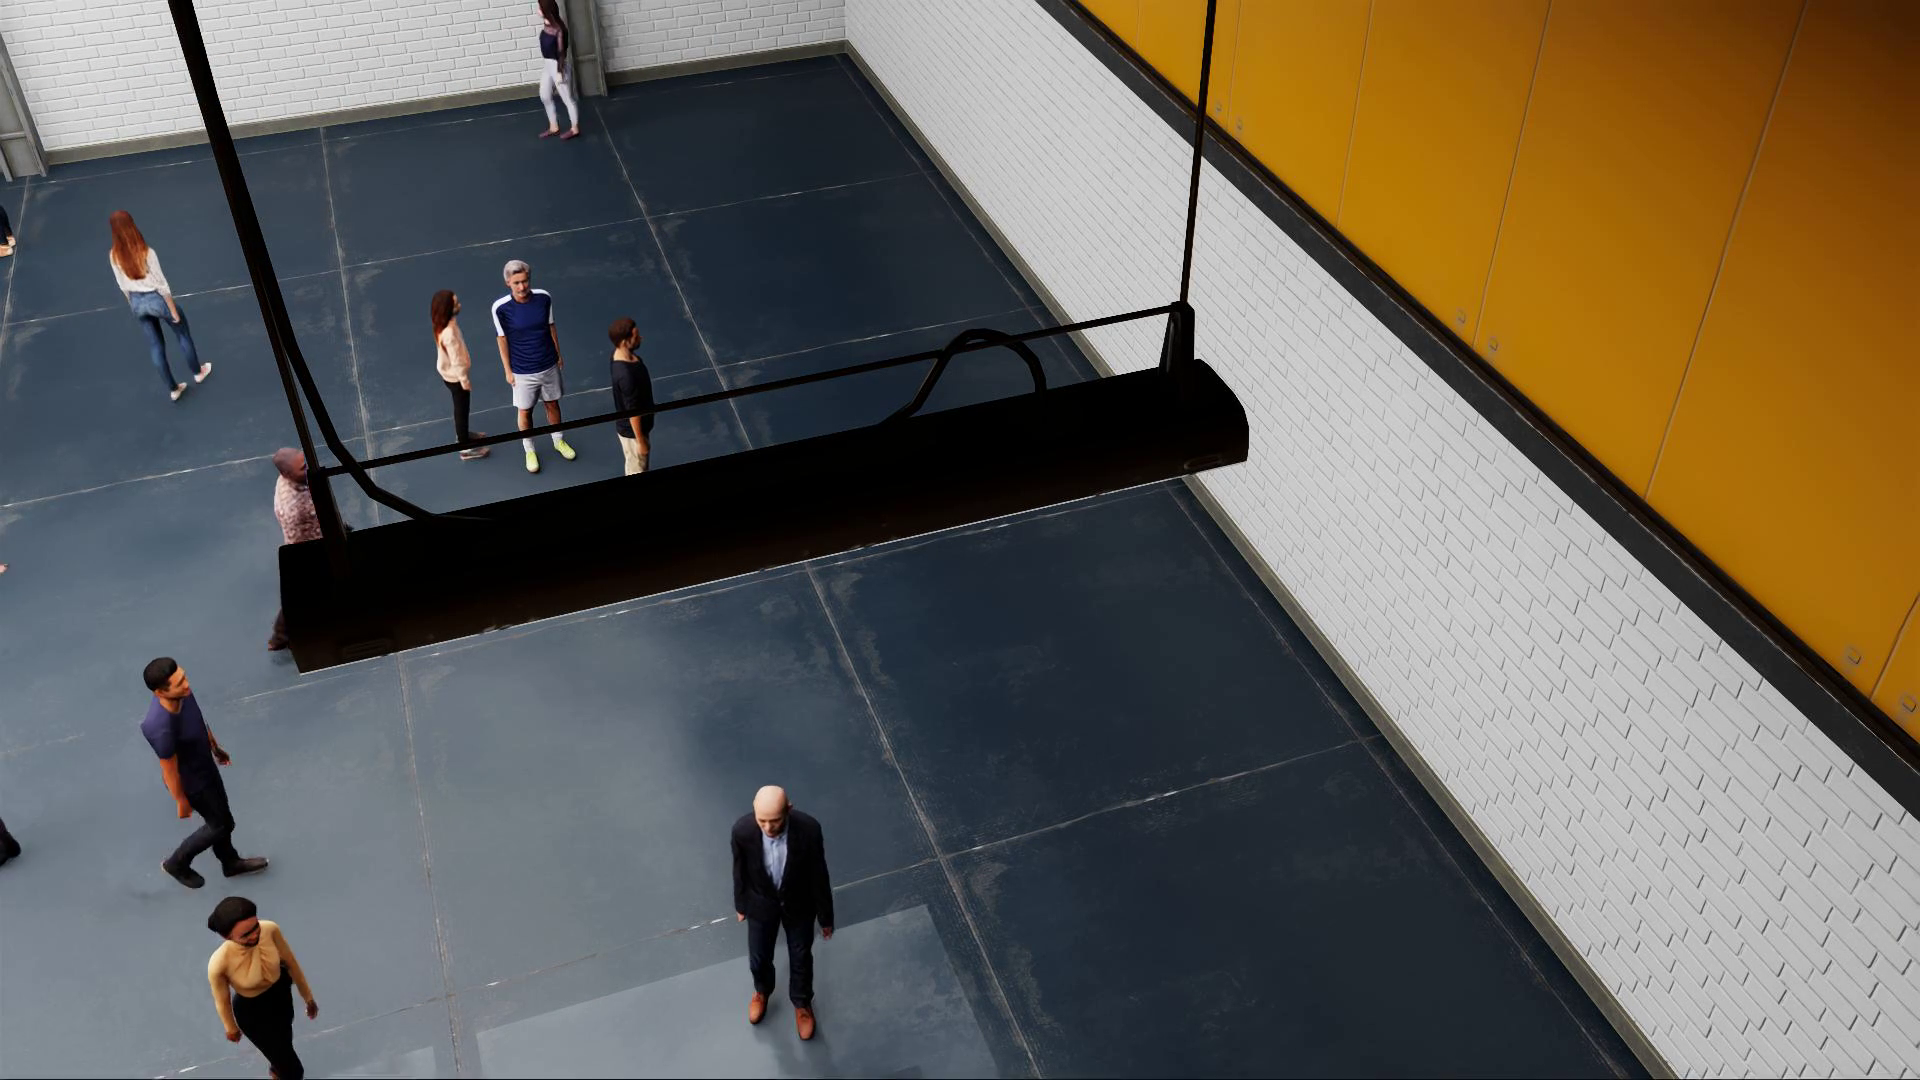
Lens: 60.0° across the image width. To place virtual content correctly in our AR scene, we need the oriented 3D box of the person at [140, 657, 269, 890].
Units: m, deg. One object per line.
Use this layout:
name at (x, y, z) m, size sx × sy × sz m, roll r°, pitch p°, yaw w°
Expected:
person at (-4.560, 1.376, 9.710) m, size 0.836 × 1.775 × 0.715 m, roll -5°, pitch 39°, yaw -6°

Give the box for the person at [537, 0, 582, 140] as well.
person at (-4.282, -5.084, 17.943) m, size 0.749 × 1.595 × 0.698 m, roll -23°, pitch 44°, yaw -26°

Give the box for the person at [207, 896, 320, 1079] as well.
person at (-3.629, 2.370, 8.574) m, size 0.851 × 1.638 × 0.800 m, roll 18°, pitch 42°, yaw 22°

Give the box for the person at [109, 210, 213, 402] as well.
person at (-6.765, -1.915, 13.876) m, size 0.801 × 1.719 × 0.808 m, roll 1°, pitch 39°, yaw 1°

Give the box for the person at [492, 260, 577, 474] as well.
person at (-3.380, -1.405, 13.141) m, size 0.575 × 1.839 × 0.745 m, roll -23°, pitch 44°, yaw -26°

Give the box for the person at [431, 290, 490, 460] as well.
person at (-4.046, -1.341, 13.350) m, size 0.507 × 1.477 × 0.569 m, roll -12°, pitch 40°, yaw -14°

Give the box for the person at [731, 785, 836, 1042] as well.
person at (-0.957, 1.925, 9.005) m, size 0.713 × 1.797 × 0.838 m, roll -3°, pitch 39°, yaw -4°

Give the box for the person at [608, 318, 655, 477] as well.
person at (-2.450, -0.846, 12.429) m, size 0.550 × 1.854 × 0.636 m, roll -10°, pitch 40°, yaw -13°
